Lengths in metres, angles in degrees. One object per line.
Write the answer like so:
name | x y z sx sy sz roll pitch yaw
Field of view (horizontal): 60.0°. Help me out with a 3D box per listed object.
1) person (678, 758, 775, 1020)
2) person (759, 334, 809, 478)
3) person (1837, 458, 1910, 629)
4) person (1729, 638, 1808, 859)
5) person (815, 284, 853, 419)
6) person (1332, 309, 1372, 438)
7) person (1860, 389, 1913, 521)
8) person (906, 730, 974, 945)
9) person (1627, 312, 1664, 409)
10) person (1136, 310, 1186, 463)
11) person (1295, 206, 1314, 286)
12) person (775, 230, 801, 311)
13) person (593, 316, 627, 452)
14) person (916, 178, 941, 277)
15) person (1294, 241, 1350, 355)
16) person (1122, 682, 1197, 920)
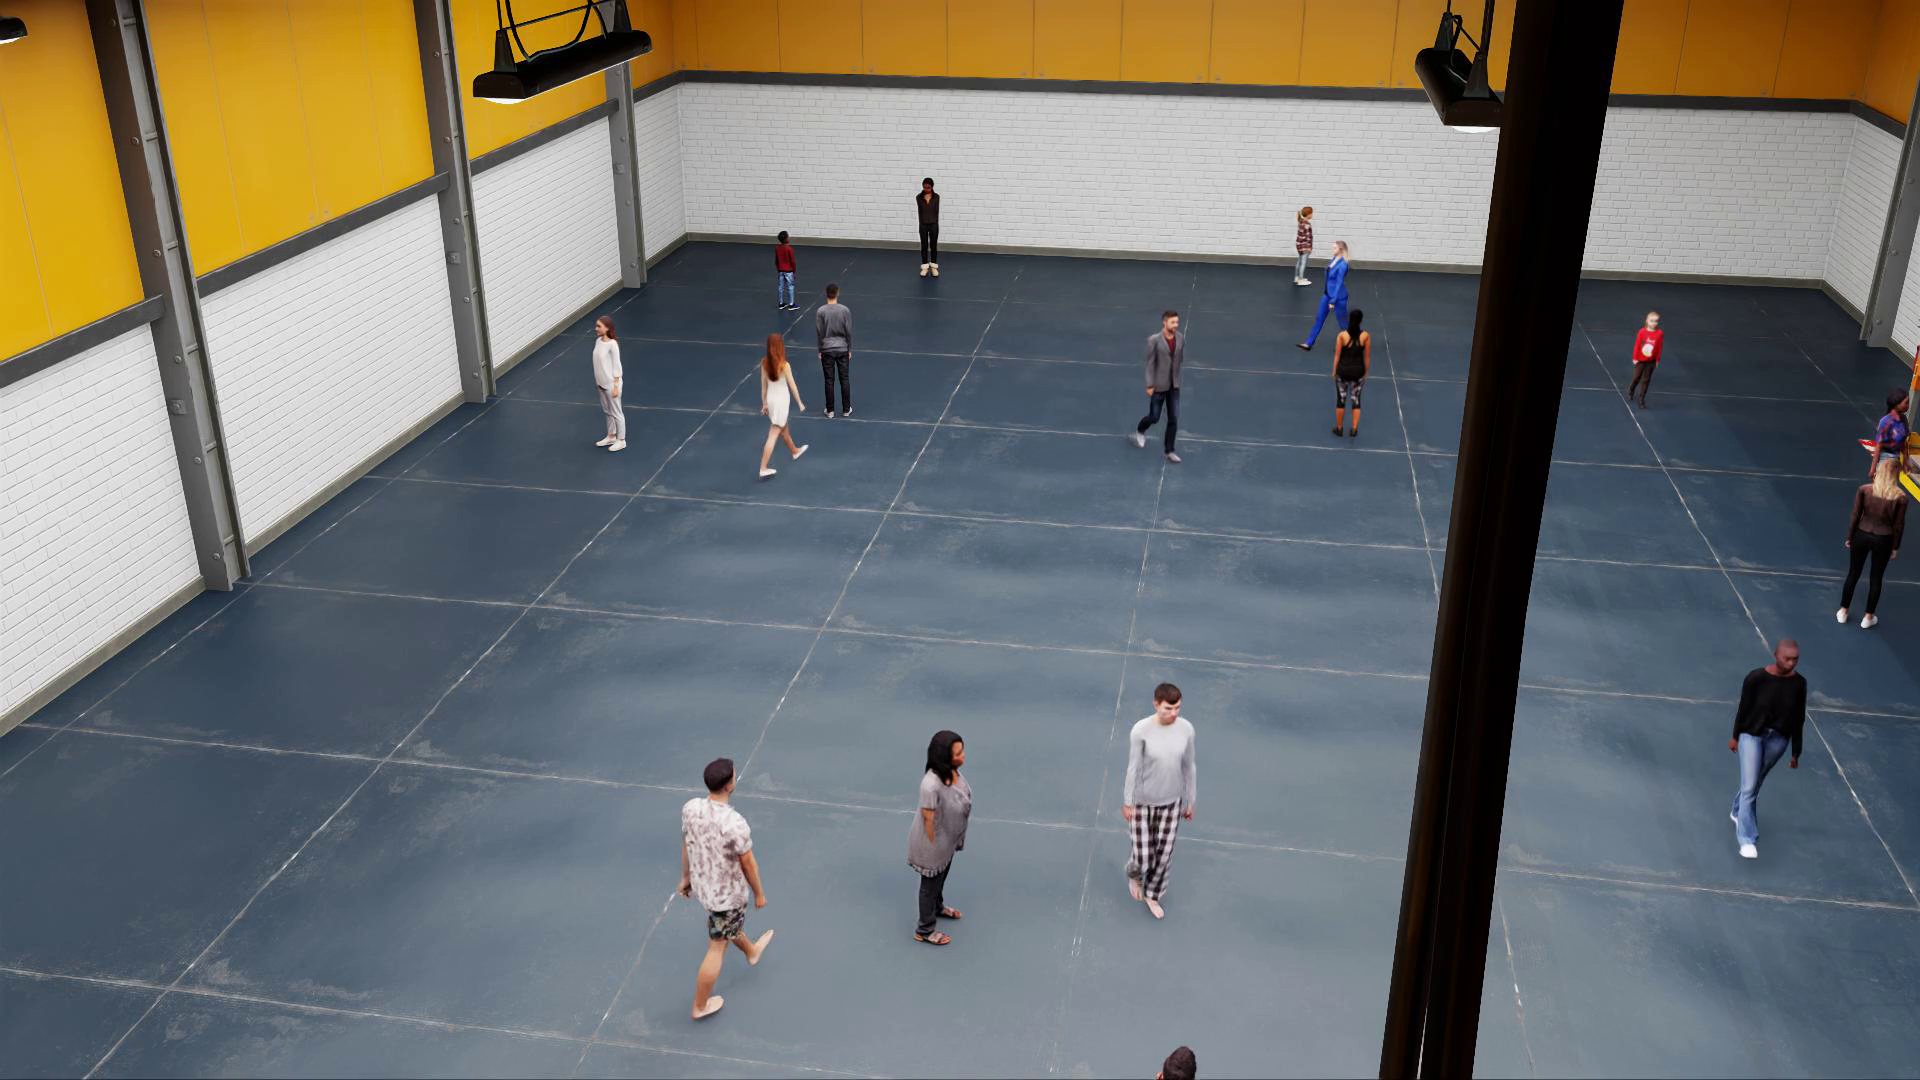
person | -1.600 2.276 10.705 1.019 1.776 1.225 18 29 35
person | -2.202 -1.547 19.602 0.937 1.656 1.242 17 29 33
person | 8.754 0.018 15.962 0.677 1.703 0.659 17 29 33
person | 6.059 1.480 12.602 0.645 1.715 1.027 3 24 7
person | -1.623 -2.457 21.552 0.679 1.760 0.648 -3 24 -7
person | 4.902 -2.114 20.886 0.607 1.665 0.544 1 24 3
person | 9.806 -0.798 17.793 0.747 1.731 0.809 -19 30 -37
person | -0.162 2.021 11.505 0.701 1.603 0.612 6 24 13
person | 9.089 -2.408 22.047 0.499 1.274 0.633 3 24 7
person | 2.433 -1.889 20.133 1.016 1.856 1.148 -10 26 -22
person | 5.736 -4.926 27.770 0.659 1.304 0.545 -3 24 -6
person | -2.764 -4.283 26.359 0.558 1.255 0.560 12 26 25
person | -4.316 -1.942 20.464 0.715 1.688 0.684 -22 32 -40
person | -0.532 -5.349 28.293 0.618 1.660 0.666 0 24 1
person | 5.510 -3.467 23.980 0.980 1.666 1.100 -5 24 -11
person | 1.358 1.787 11.747 0.791 1.837 0.840 -5 24 -11
